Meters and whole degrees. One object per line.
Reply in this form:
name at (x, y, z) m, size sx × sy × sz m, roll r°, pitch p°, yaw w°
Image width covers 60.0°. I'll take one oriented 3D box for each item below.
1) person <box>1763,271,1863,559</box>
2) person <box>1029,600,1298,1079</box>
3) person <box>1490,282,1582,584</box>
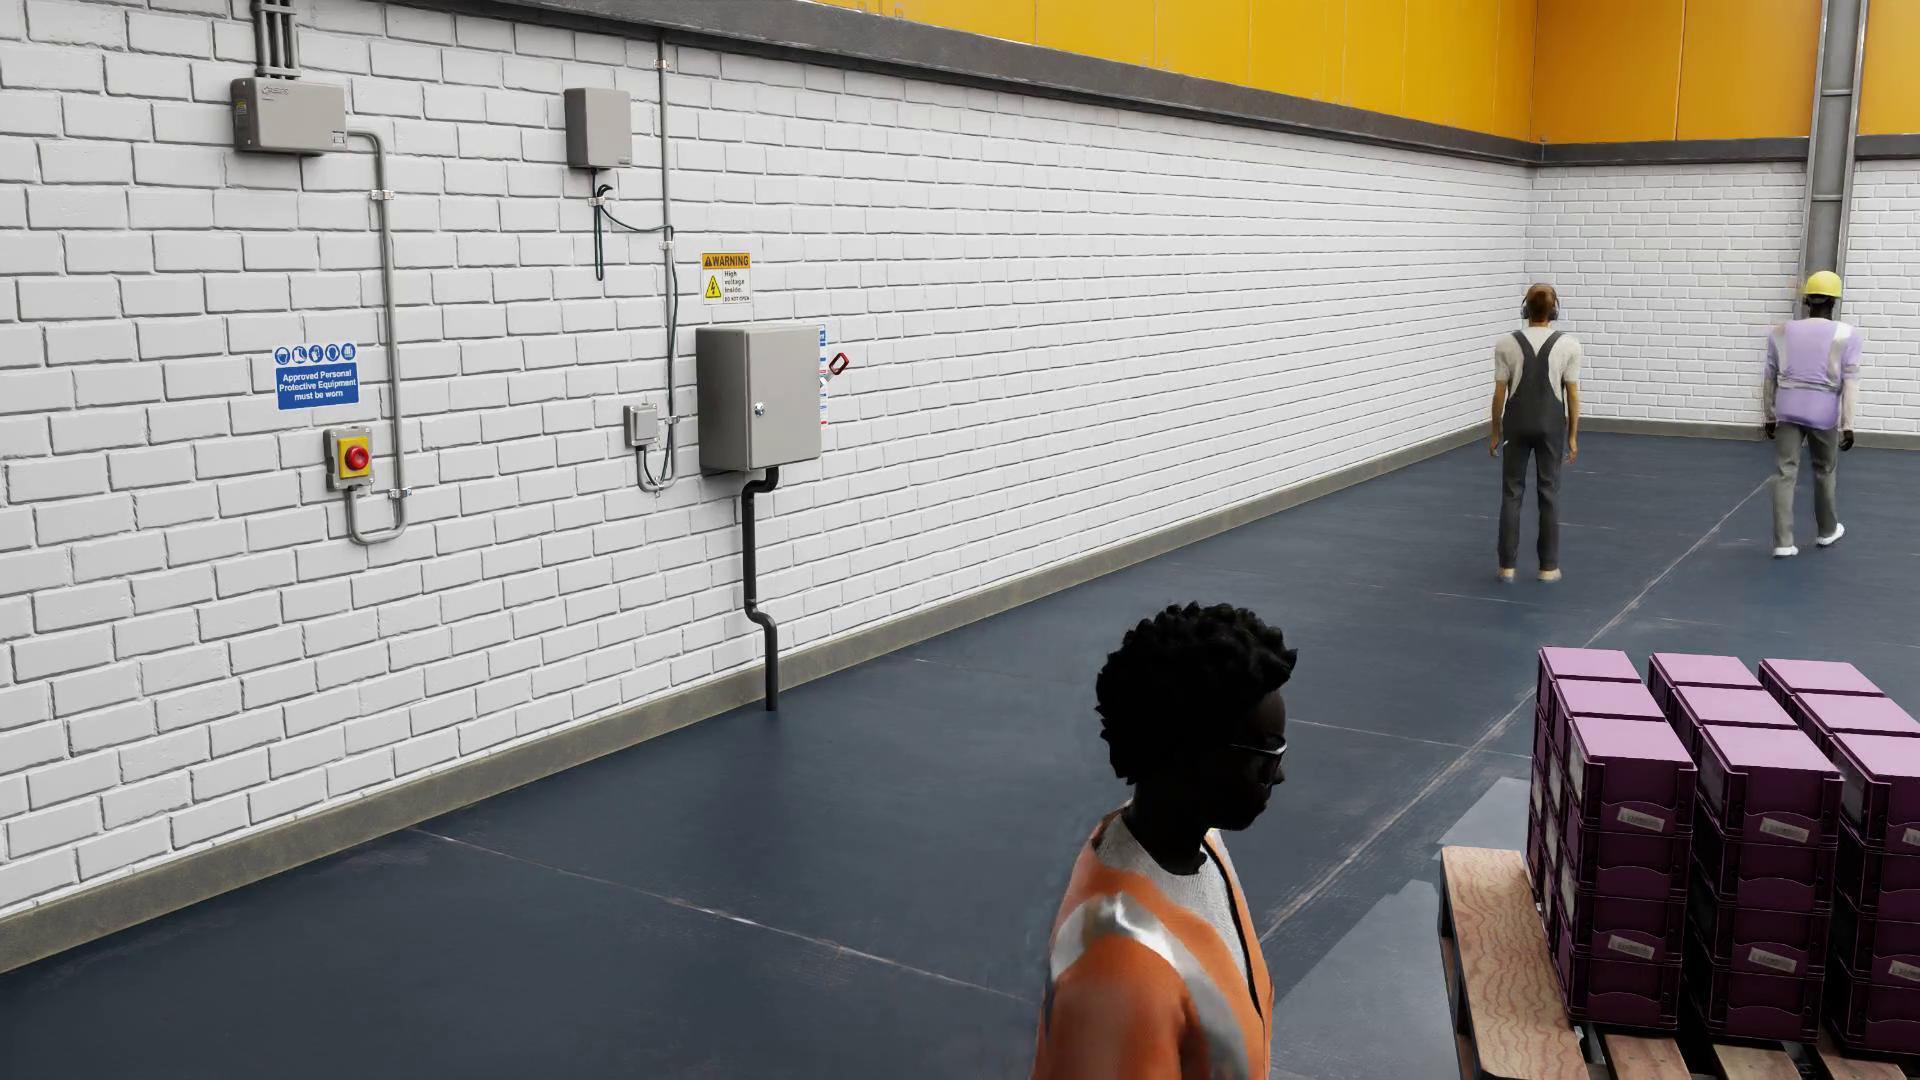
person at (5.715, -0.841, 11.139) m, size 0.617 × 1.884 × 0.927 m, roll 9°, pitch 14°, yaw 41°
person at (0.224, 0.895, 2.080) m, size 0.403 × 1.681 × 0.550 m, roll 3°, pitch 11°, yaw 14°
person at (3.526, -0.650, 10.209) m, size 0.514 × 1.843 × 0.329 m, roll 4°, pitch 11°, yaw 21°
